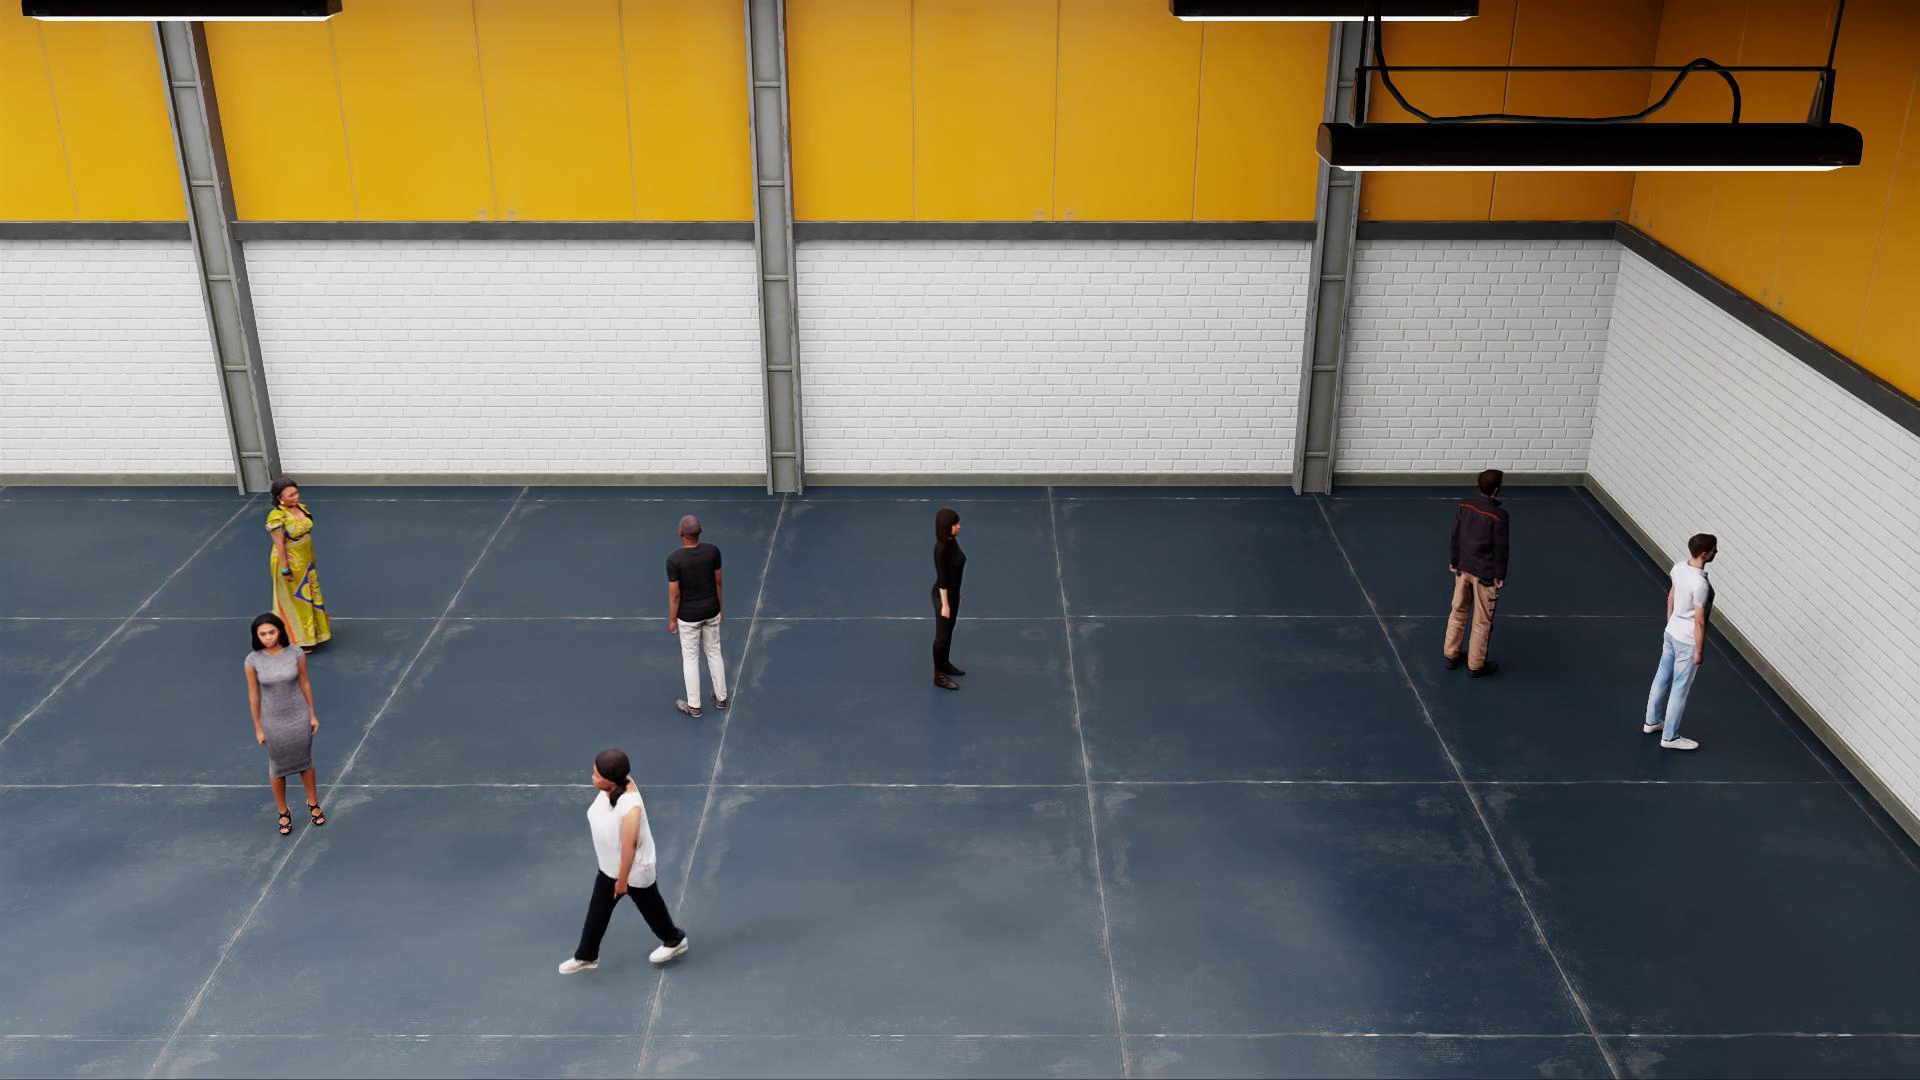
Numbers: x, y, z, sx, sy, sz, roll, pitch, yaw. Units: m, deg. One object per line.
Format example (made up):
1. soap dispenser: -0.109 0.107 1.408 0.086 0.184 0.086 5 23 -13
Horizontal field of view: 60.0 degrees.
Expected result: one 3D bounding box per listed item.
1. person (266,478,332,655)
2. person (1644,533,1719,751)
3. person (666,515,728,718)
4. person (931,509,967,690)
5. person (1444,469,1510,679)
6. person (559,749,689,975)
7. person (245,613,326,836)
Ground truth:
1. person: -6.058 0.204 15.154 0.801 1.659 0.879 3 24 6
2. person: 5.890 0.802 13.547 0.564 1.851 0.664 -2 24 -6
3. person: -2.206 0.630 13.996 0.729 1.805 0.822 -15 28 -31
4. person: -0.126 0.488 14.526 0.572 1.642 0.615 6 24 13
5. person: 4.562 0.275 14.659 0.831 1.925 0.791 -19 30 -37
6. person: -2.121 2.098 10.834 1.189 1.649 0.977 -11 26 -24
7. person: -5.016 1.356 12.367 0.623 1.781 0.734 -13 27 -27
